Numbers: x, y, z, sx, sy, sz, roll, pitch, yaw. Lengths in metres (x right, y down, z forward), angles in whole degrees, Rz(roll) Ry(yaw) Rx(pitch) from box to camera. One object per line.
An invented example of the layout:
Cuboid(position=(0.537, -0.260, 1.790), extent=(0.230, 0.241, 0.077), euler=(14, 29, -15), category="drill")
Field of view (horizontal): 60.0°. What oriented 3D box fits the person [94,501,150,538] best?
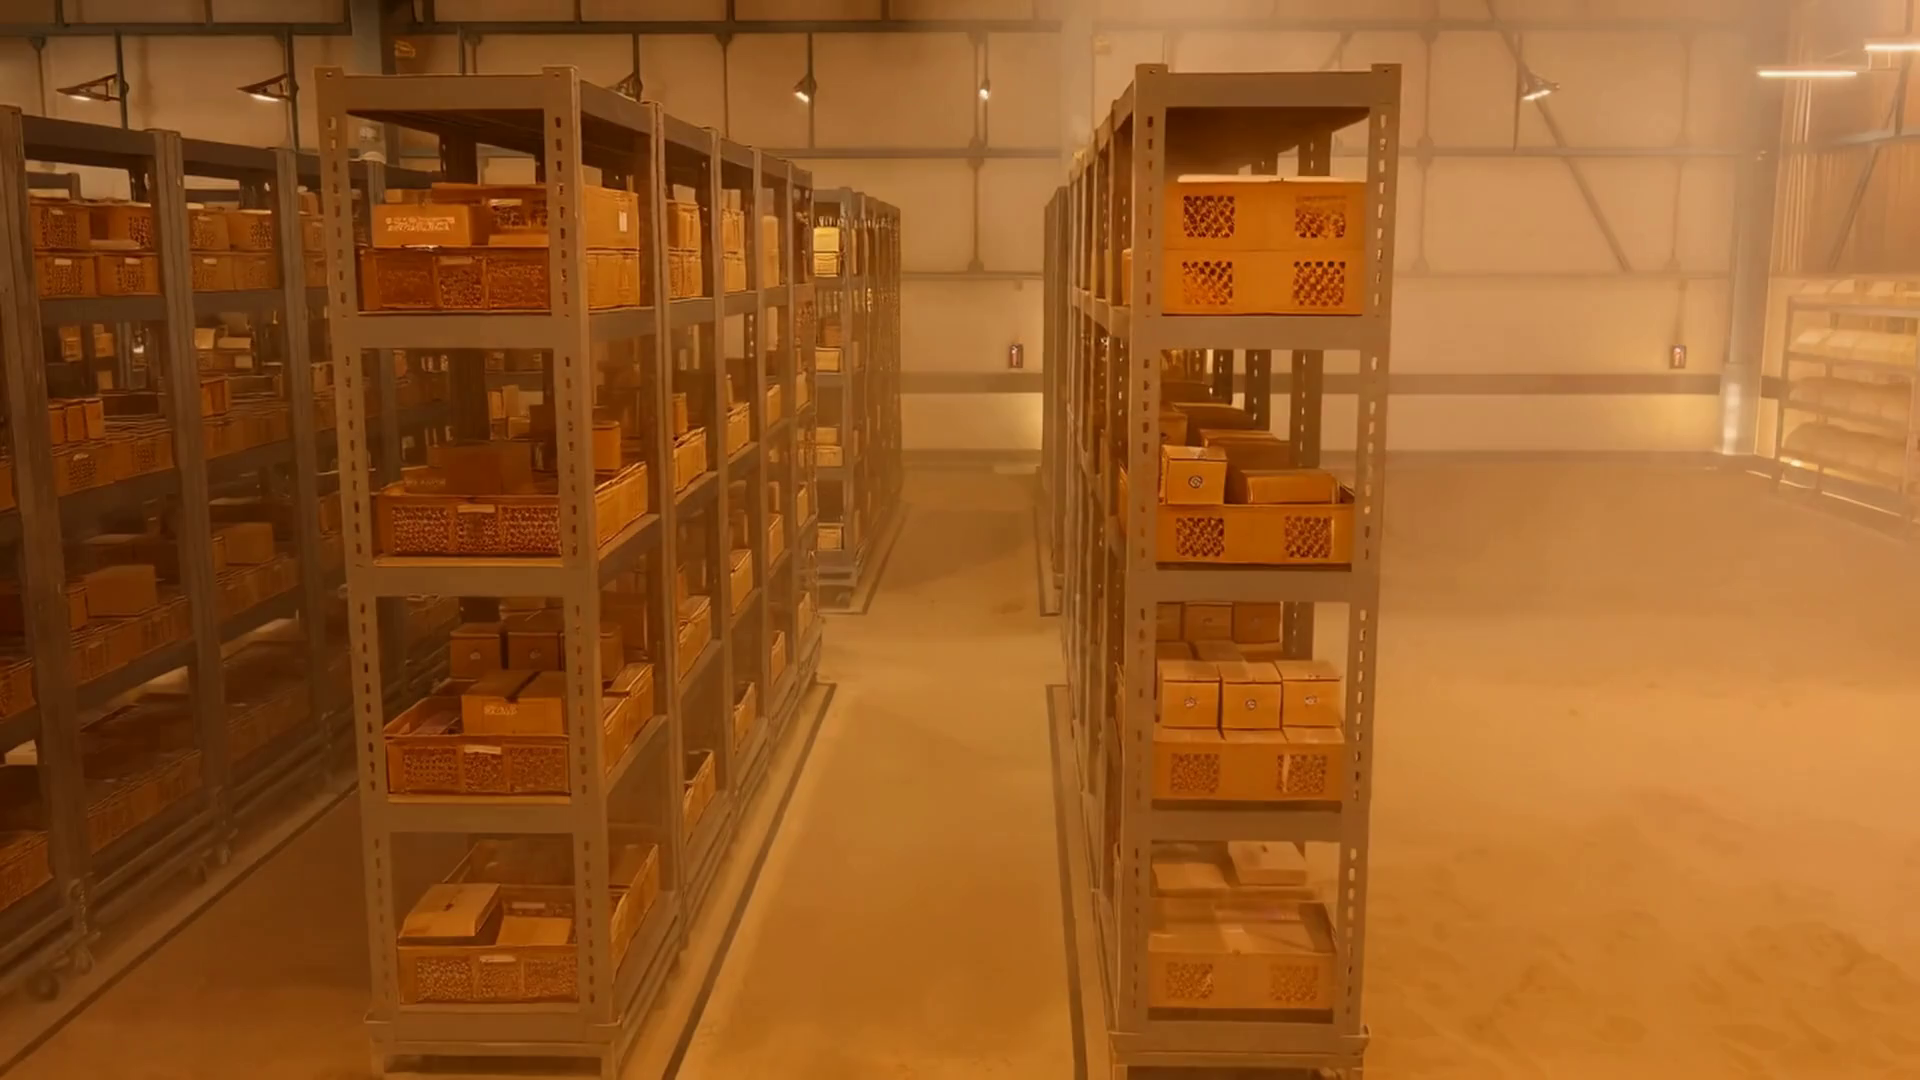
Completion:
Cuboid(position=(-6.311, 0.011, 12.478), extent=(0.848, 1.822, 0.576), euler=(1, 10, 8), category="person")
